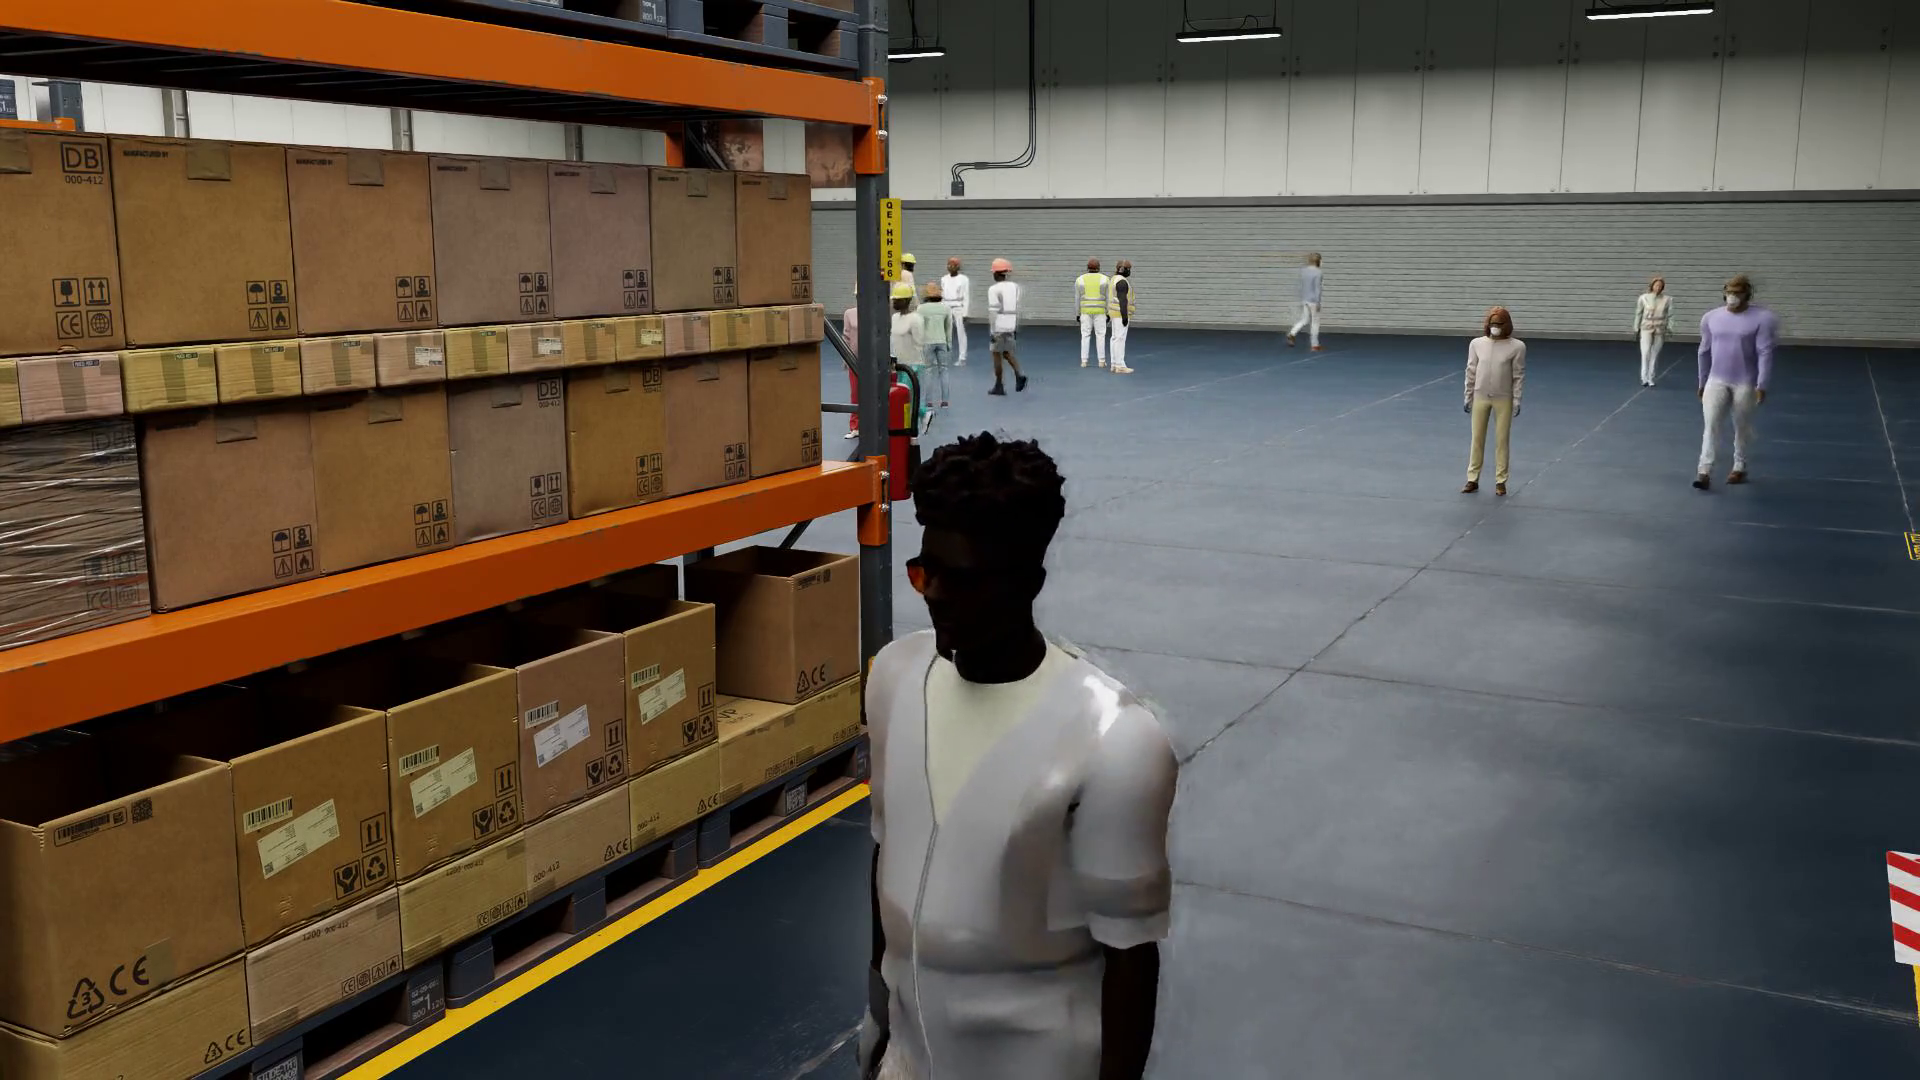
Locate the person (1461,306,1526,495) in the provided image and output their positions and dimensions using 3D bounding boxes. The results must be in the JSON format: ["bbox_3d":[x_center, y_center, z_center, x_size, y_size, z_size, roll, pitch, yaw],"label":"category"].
[{"bbox_3d":[4.622,-1.205,14.423,0.499,1.633,0.282,6,12,30],"label":"person"}]

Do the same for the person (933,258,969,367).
[{"bbox_3d":[-0.147,-3.851,28.246,0.599,1.848,0.918,7,12,33],"label":"person"}]

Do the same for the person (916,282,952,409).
[{"bbox_3d":[-0.342,-2.519,21.594,0.507,1.631,0.271,-5,11,-25],"label":"person"}]

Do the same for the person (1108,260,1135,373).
[{"bbox_3d":[2.651,-3.660,27.267,0.429,1.838,0.621,-1,10,-8],"label":"person"}]

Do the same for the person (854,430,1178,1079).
[{"bbox_3d":[0.084,0.786,2.685,0.633,1.953,0.497,10,14,44],"label":"person"}]

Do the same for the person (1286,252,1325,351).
[{"bbox_3d":[6.753,-4.619,32.262,0.698,1.925,0.636,-4,11,-20],"label":"person"}]

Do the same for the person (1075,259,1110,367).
[{"bbox_3d":[2.276,-3.873,28.408,0.627,1.844,0.429,2,11,9],"label":"person"}]

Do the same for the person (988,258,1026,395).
[{"bbox_3d":[0.629,-2.970,23.242,0.552,1.924,0.539,-9,13,-39],"label":"person"}]

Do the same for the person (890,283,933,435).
[{"bbox_3d":[-0.517,-1.894,17.901,0.584,1.746,0.524,-8,13,-36],"label":"person"}]

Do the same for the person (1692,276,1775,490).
[{"bbox_3d":[6.853,-1.392,14.765,0.651,1.884,1.012,9,14,39],"label":"person"}]

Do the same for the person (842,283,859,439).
[{"bbox_3d":[-1.049,-1.987,18.332,0.525,1.769,0.308,2,11,12],"label":"person"}]

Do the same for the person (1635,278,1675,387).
[{"bbox_3d":[10.263,-3.053,24.560,0.531,1.599,0.819,3,11,14],"label":"person"}]

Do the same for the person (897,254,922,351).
[{"bbox_3d":[-0.915,-4.514,31.787,0.935,1.884,0.601,-2,11,-13],"label":"person"}]
